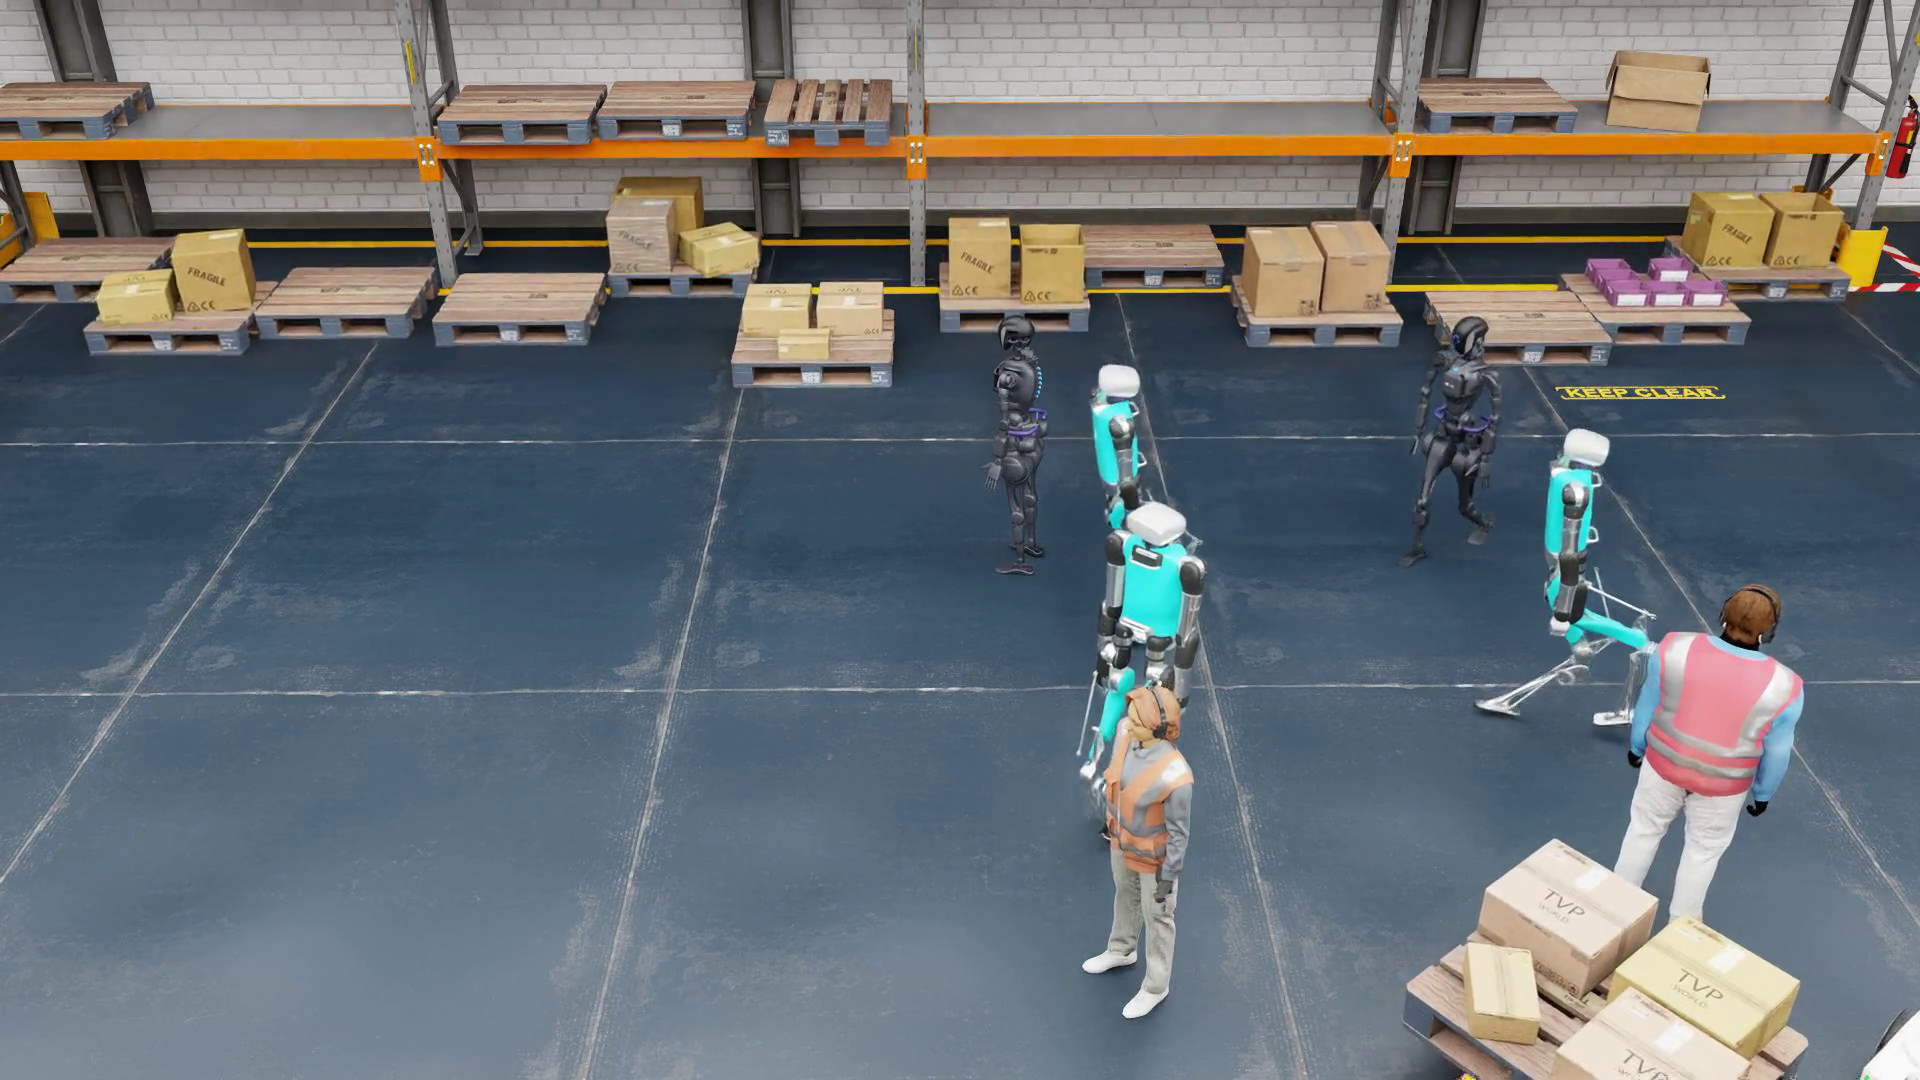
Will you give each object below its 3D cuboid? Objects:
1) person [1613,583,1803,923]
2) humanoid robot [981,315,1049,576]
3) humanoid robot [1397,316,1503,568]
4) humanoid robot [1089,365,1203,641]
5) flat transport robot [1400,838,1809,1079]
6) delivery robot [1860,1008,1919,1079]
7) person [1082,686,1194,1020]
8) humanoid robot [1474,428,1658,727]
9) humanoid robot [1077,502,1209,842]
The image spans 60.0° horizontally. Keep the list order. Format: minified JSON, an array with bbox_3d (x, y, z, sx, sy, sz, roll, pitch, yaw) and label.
[{"bbox_3d":[3.233,0.987,7.252,0.638,1.832,0.429,19,36,29],"label":"person"},{"bbox_3d":[0.343,-0.569,9.976,0.315,1.657,0.599,12,33,19],"label":"humanoid robot"},{"bbox_3d":[3.055,-0.612,10.116,0.743,1.646,0.612,-22,37,-32],"label":"humanoid robot"},{"bbox_3d":[1.071,-0.097,9.254,0.777,1.893,0.532,-5,31,-8],"label":"humanoid robot"},{"bbox_3d":[2.570,2.166,6.805,1.431,0.231,0.659,-23,38,-33],"label":"flat transport robot"},{"bbox_3d":[3.865,2.121,6.590,0.773,0.582,0.499,-23,38,-33],"label":"delivery robot"},{"bbox_3d":[0.762,1.284,6.939,0.309,1.642,0.514,-15,34,-23],"label":"person"},{"bbox_3d":[3.323,0.279,8.567,1.040,1.764,0.545,7,32,11],"label":"humanoid robot"},{"bbox_3d":[0.742,0.773,7.791,0.546,1.869,0.745,24,38,34],"label":"humanoid robot"}]
